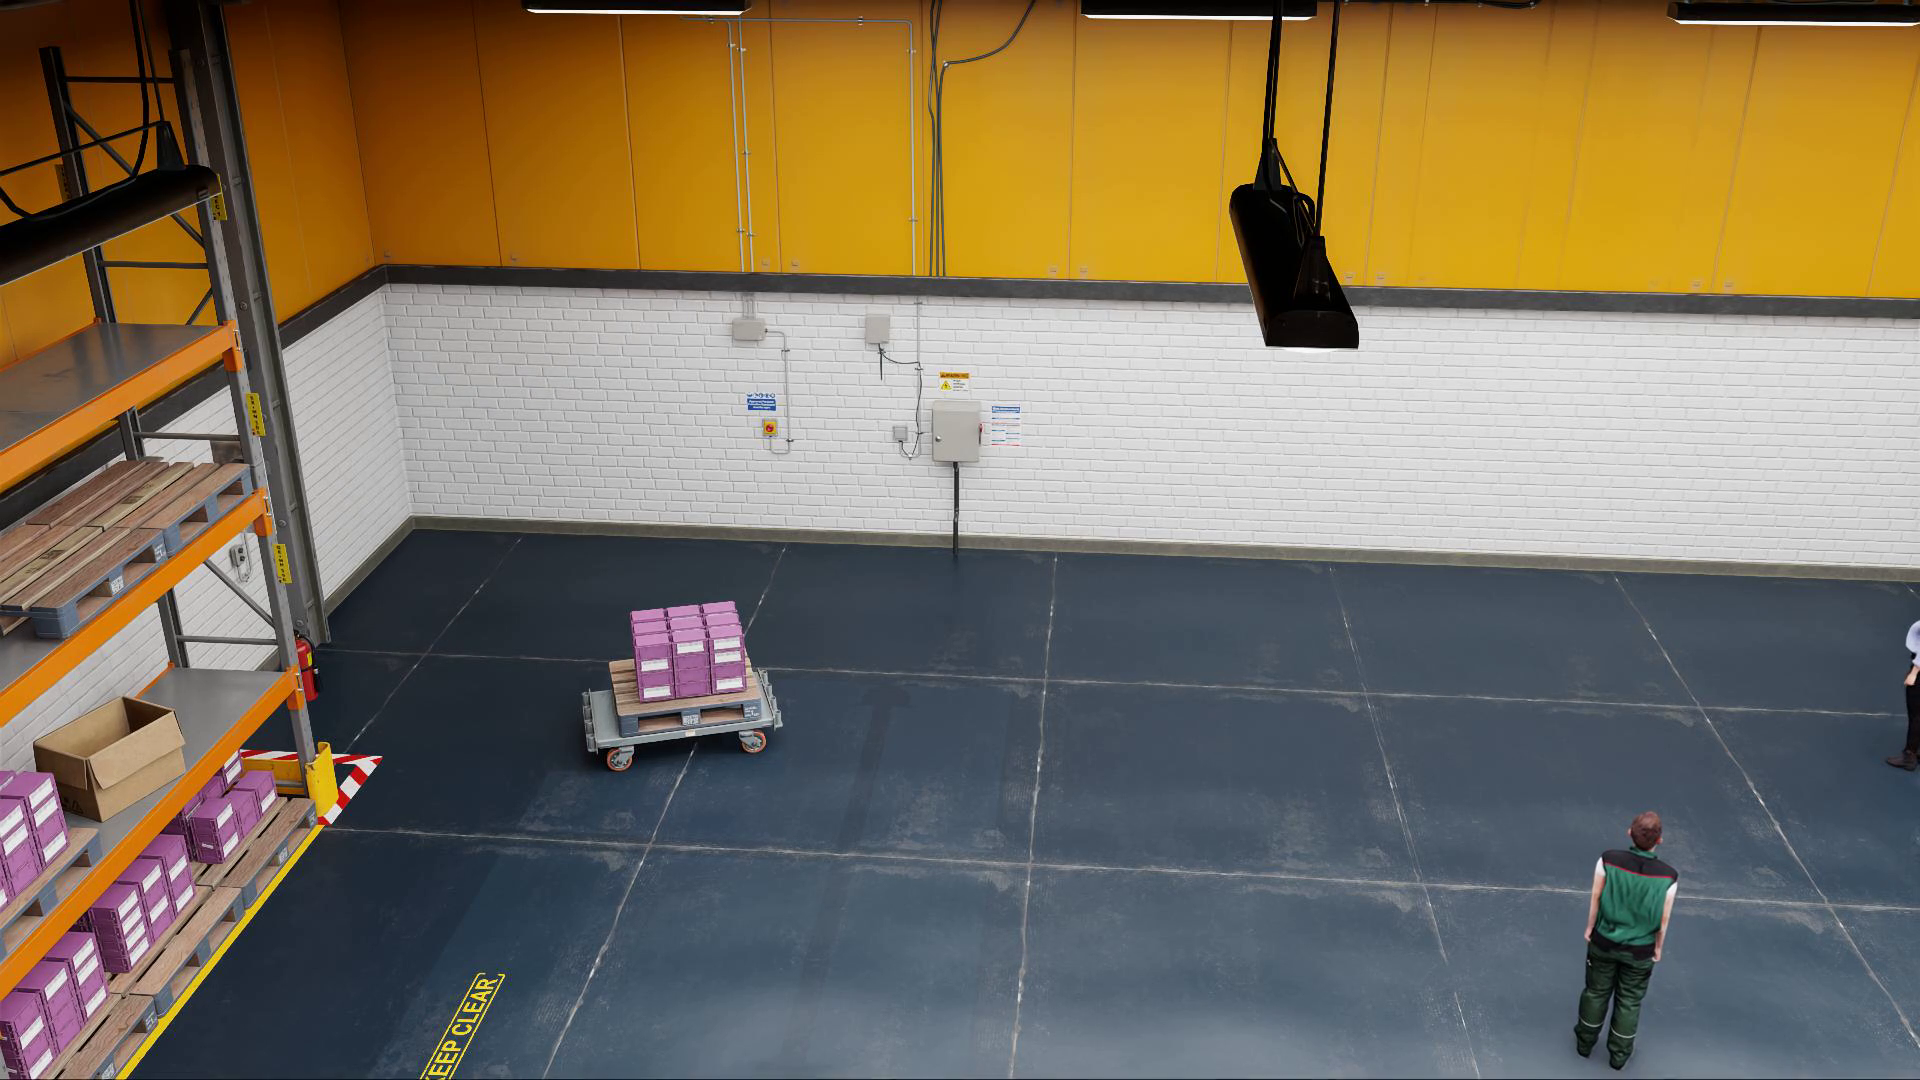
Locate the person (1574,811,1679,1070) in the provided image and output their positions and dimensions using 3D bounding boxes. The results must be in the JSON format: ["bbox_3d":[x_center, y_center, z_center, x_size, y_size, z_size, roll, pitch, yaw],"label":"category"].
[{"bbox_3d":[4.206,2.517,10.544,0.712,1.842,0.707,11,26,24],"label":"person"}]

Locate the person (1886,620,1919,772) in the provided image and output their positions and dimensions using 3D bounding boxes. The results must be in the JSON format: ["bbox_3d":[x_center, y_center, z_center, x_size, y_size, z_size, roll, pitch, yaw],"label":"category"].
[{"bbox_3d":[8.087,1.108,13.890,0.736,1.744,0.761,-14,27,-29],"label":"person"}]
